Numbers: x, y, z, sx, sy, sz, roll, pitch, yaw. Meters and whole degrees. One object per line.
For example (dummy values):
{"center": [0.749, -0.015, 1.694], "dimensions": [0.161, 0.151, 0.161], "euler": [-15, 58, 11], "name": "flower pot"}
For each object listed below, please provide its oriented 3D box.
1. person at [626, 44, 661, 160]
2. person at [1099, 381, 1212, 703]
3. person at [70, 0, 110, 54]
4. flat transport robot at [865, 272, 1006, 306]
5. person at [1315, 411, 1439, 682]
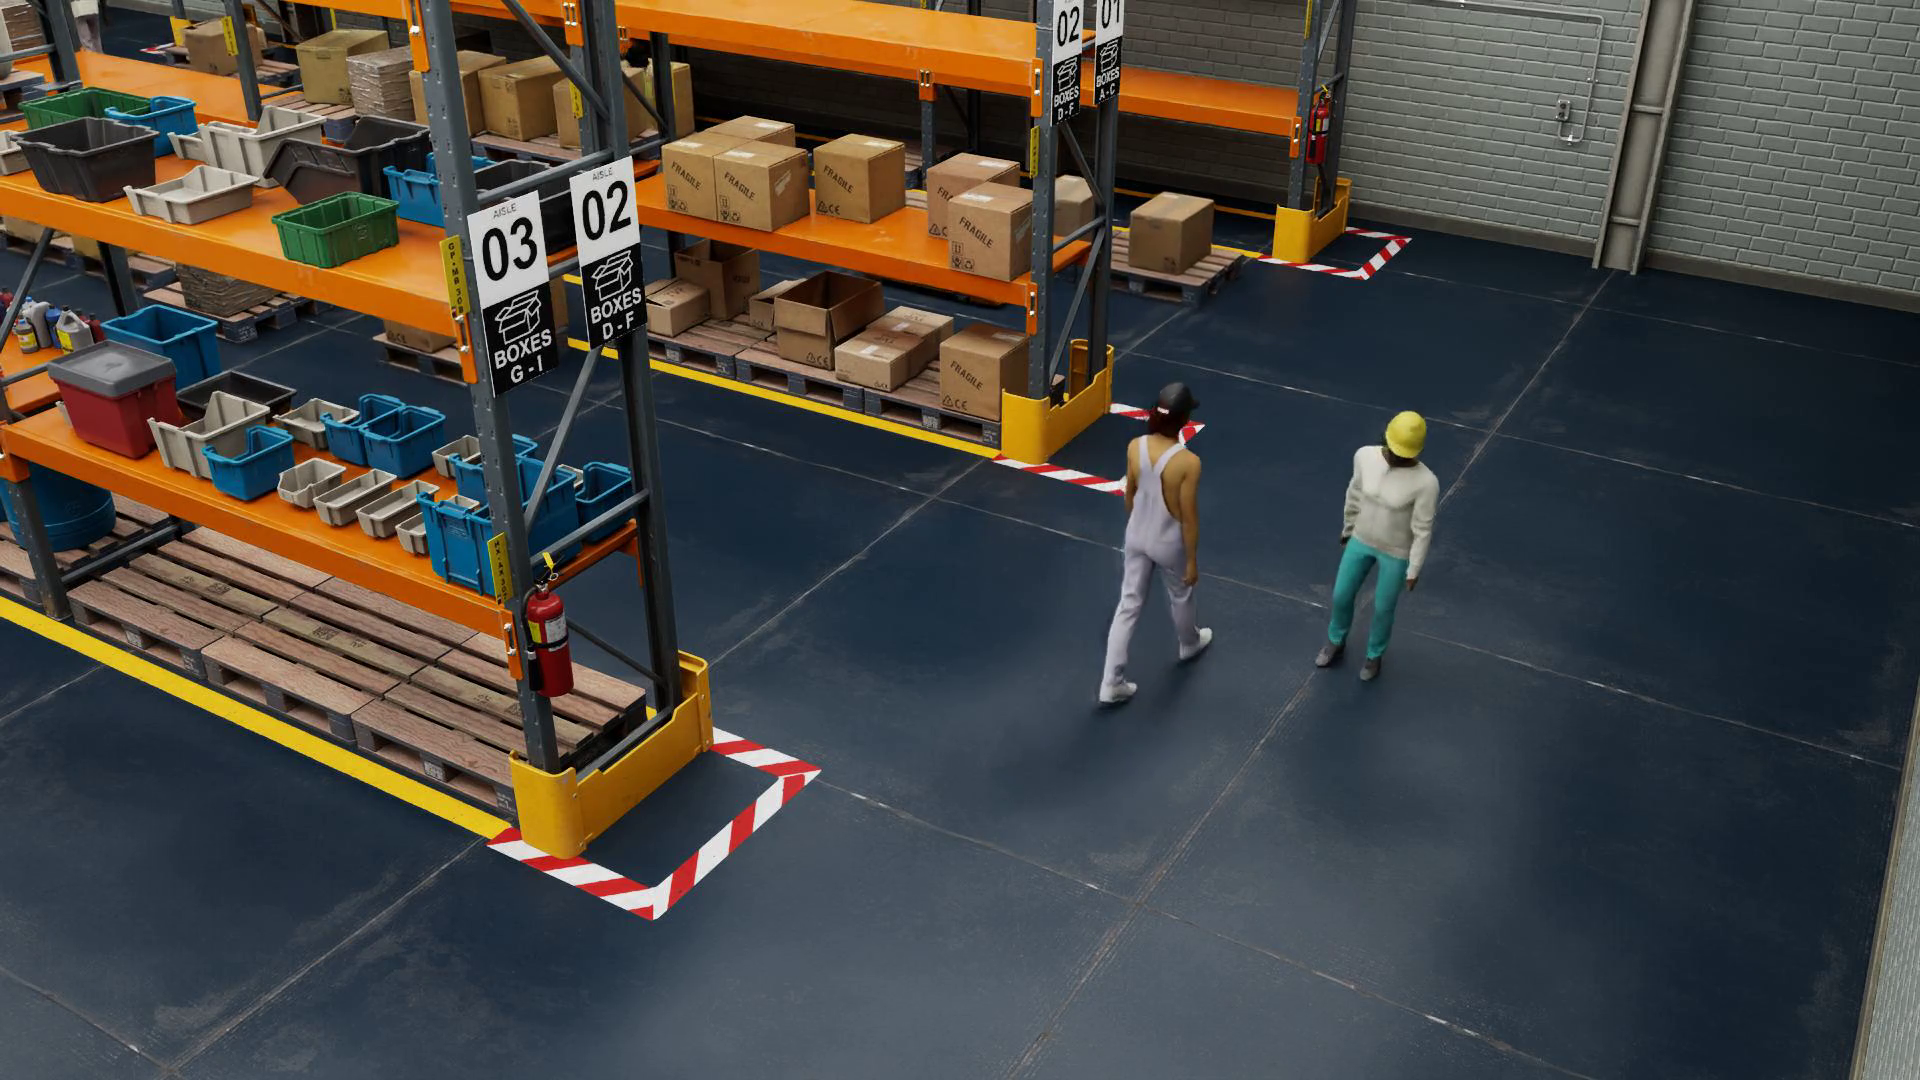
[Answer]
{"center": [-3.147, -4.069, 16.509], "dimensions": [0.873, 1.651, 0.545], "euler": [23, 36, 35], "name": "person"}
{"center": [1.091, 0.000, 9.057], "dimensions": [0.530, 1.802, 1.011], "euler": [20, 35, 31], "name": "person"}
{"center": [-11.090, -6.620, 20.936], "dimensions": [0.899, 1.809, 0.569], "euler": [24, 37, 36], "name": "person"}
{"center": [-0.088, -2.400, 14.940], "dimensions": [1.431, 0.231, 0.659], "euler": [17, 34, 28], "name": "flat transport robot"}
{"center": [2.303, 0.044, 9.052], "dimensions": [0.562, 1.722, 0.461], "euler": [24, 37, 37], "name": "person"}
